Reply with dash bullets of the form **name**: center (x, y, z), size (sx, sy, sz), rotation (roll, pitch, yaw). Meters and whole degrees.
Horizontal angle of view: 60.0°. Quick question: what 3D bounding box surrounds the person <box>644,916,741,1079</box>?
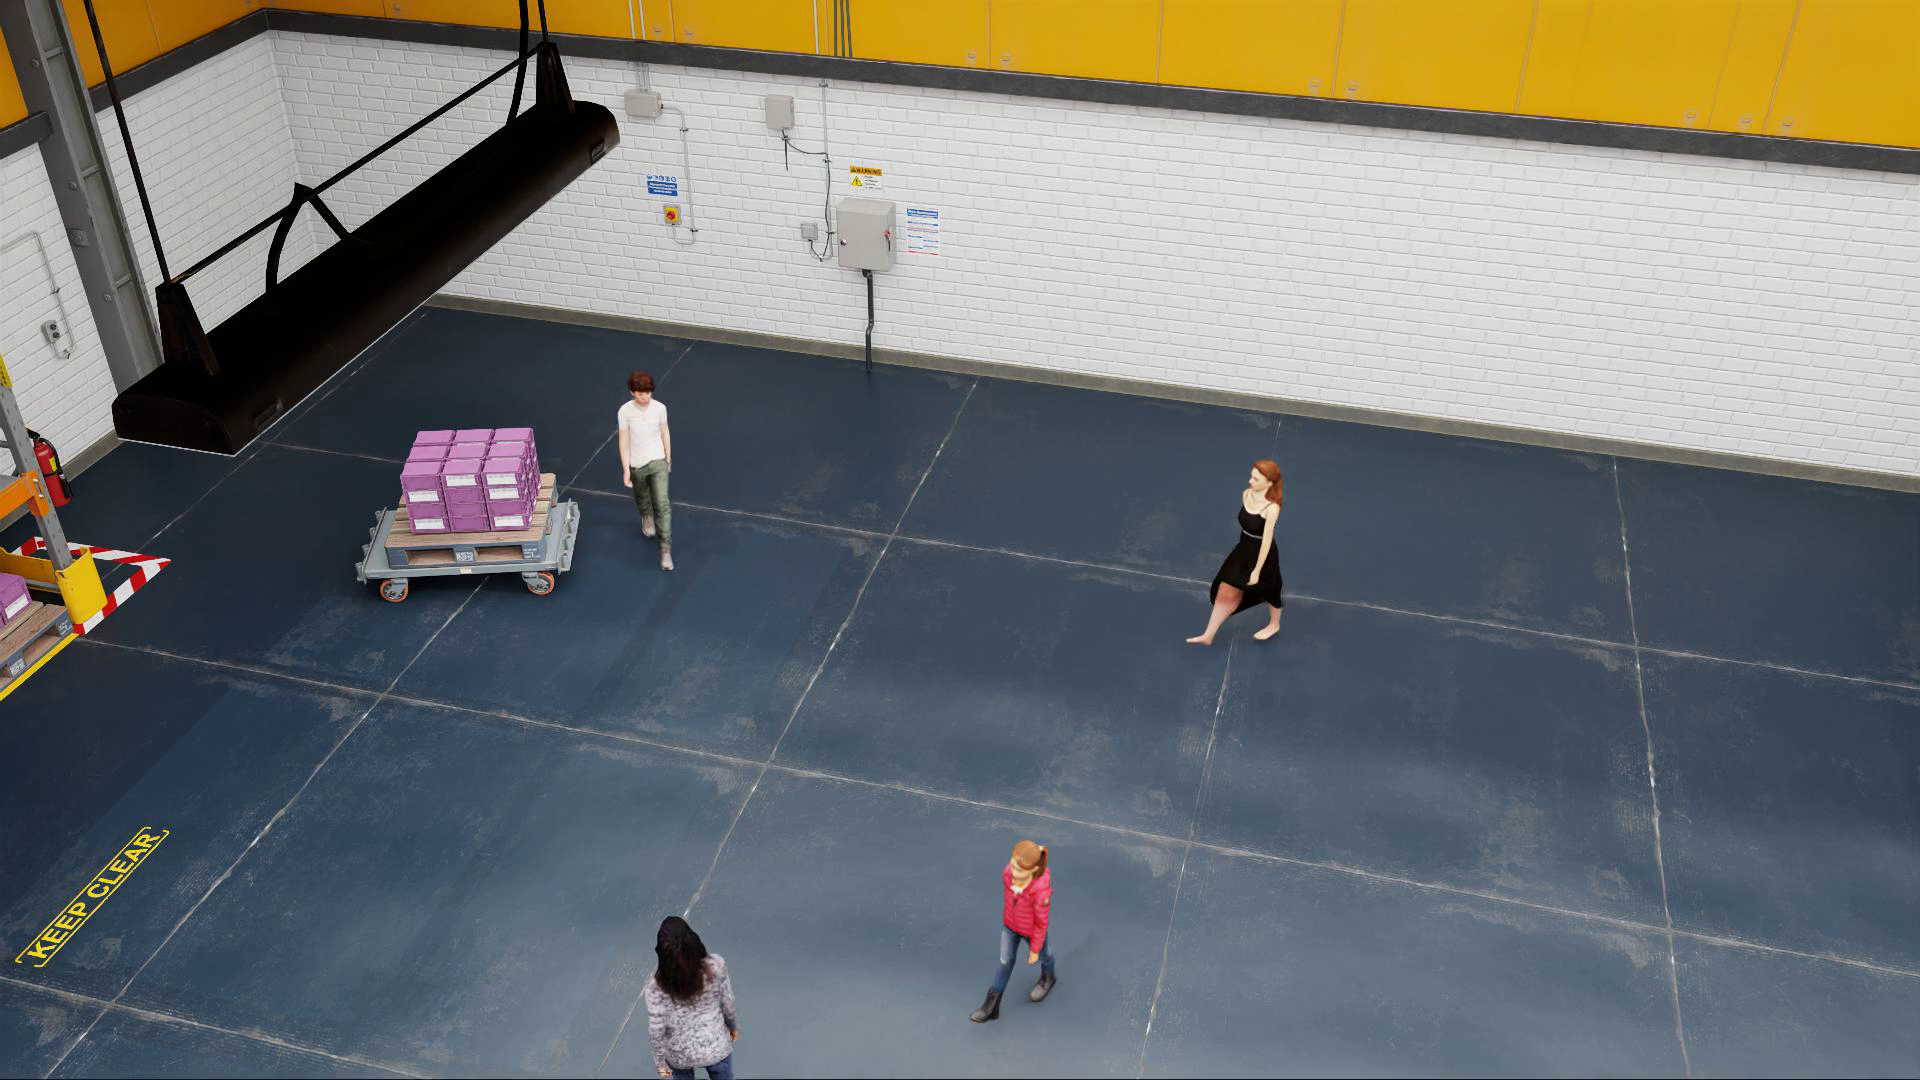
- **person**: center (-1.327, 2.614, 8.472), size (0.959, 1.715, 1.091), rotation (-12, 35, -17)

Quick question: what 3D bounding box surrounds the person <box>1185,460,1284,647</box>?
- **person**: center (2.274, 0.118, 12.346), size (1.083, 1.584, 1.022), rotation (-18, 38, -25)

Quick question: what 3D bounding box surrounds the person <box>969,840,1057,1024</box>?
- **person**: center (0.429, 2.180, 9.513), size (0.737, 1.287, 0.935), rotation (25, 41, 33)

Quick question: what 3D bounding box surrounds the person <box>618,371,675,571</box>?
- **person**: center (-2.556, -0.643, 13.466), size (0.917, 1.611, 1.184), rotation (-8, 34, -11)
